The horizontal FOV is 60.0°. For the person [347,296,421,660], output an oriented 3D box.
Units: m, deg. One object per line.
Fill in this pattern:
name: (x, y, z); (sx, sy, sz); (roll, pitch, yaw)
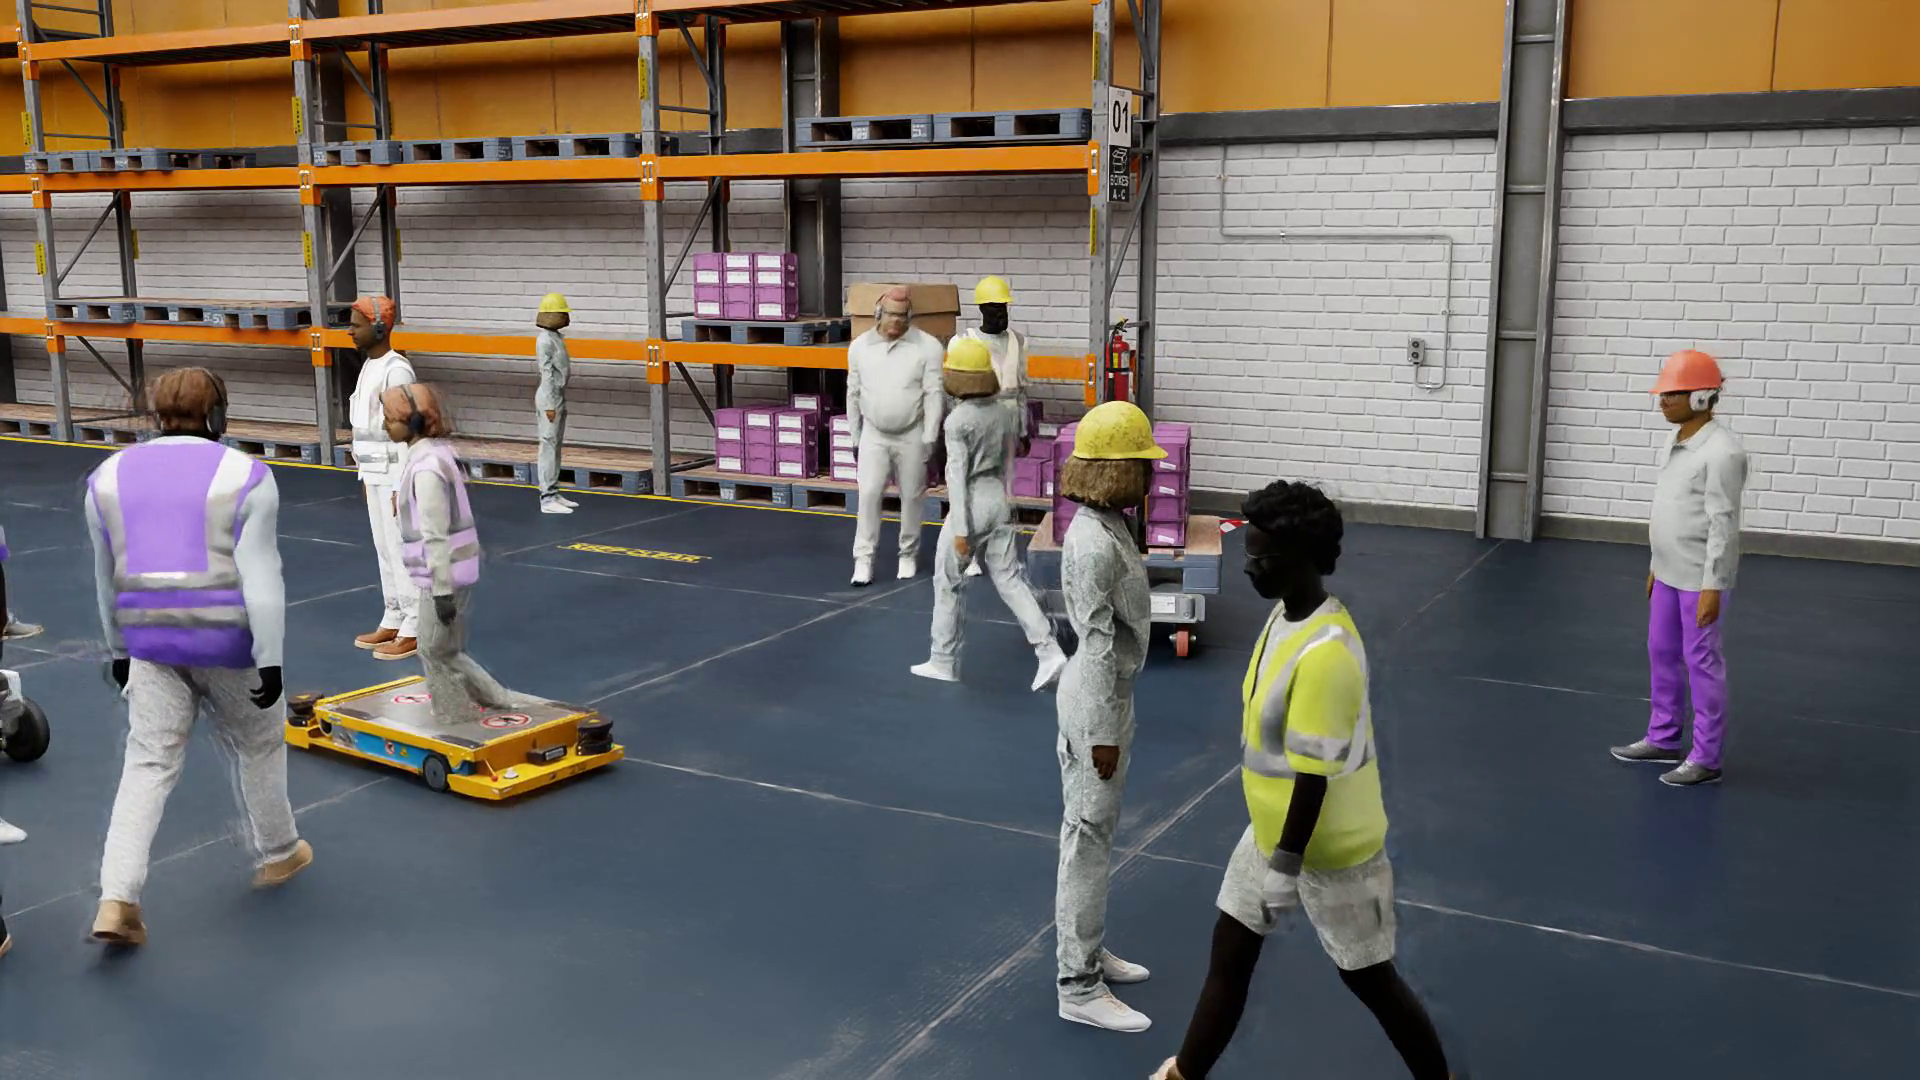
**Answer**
person: (-2.991, -0.323, 8.673); (0.343, 1.882, 0.586); (-7, 13, -35)

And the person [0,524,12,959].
person: (-3.098, 0.332, 4.854); (0.612, 1.963, 0.361); (0, 10, -1)

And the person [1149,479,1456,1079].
person: (0.809, 0.673, 3.873); (0.911, 1.639, 0.536); (0, 10, -2)

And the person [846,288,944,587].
person: (-0.428, -0.623, 10.401); (0.633, 1.861, 0.896); (1, 10, 6)

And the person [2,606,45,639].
person: (-5.446, -0.366, 8.767); (0.881, 1.952, 0.647); (-8, 13, -36)

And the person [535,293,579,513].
person: (-3.219, -1.092, 13.274); (0.312, 1.744, 0.487); (0, 10, -2)

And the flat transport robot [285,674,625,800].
flat transport robot: (-2.153, 0.791, 6.986); (1.431, 0.197, 0.652); (7, 12, 34)

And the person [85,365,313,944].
person: (-2.461, 0.347, 5.286); (0.651, 1.792, 0.949); (0, 10, 2)

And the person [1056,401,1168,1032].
person: (0.418, 0.481, 4.653); (0.295, 1.744, 0.492); (1, 10, 7)

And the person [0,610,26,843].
person: (-3.608, 0.204, 5.747); (0.402, 1.907, 0.606); (3, 11, 17)

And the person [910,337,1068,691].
person: (0.139, -0.120, 8.026); (0.824, 1.714, 0.477); (9, 14, 42)

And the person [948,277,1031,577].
person: (0.199, -0.735, 10.803); (0.592, 1.930, 0.356); (-6, 12, -29)

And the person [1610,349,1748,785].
person: (2.906, 0.114, 6.685); (0.396, 1.739, 0.567); (0, 10, -2)

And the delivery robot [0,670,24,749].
delivery robot: (-4.208, 0.634, 6.805); (0.707, 0.478, 0.477); (4, 11, 22)

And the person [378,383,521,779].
person: (-2.052, 0.163, 6.716); (0.473, 1.613, 0.550); (-3, 11, -16)
